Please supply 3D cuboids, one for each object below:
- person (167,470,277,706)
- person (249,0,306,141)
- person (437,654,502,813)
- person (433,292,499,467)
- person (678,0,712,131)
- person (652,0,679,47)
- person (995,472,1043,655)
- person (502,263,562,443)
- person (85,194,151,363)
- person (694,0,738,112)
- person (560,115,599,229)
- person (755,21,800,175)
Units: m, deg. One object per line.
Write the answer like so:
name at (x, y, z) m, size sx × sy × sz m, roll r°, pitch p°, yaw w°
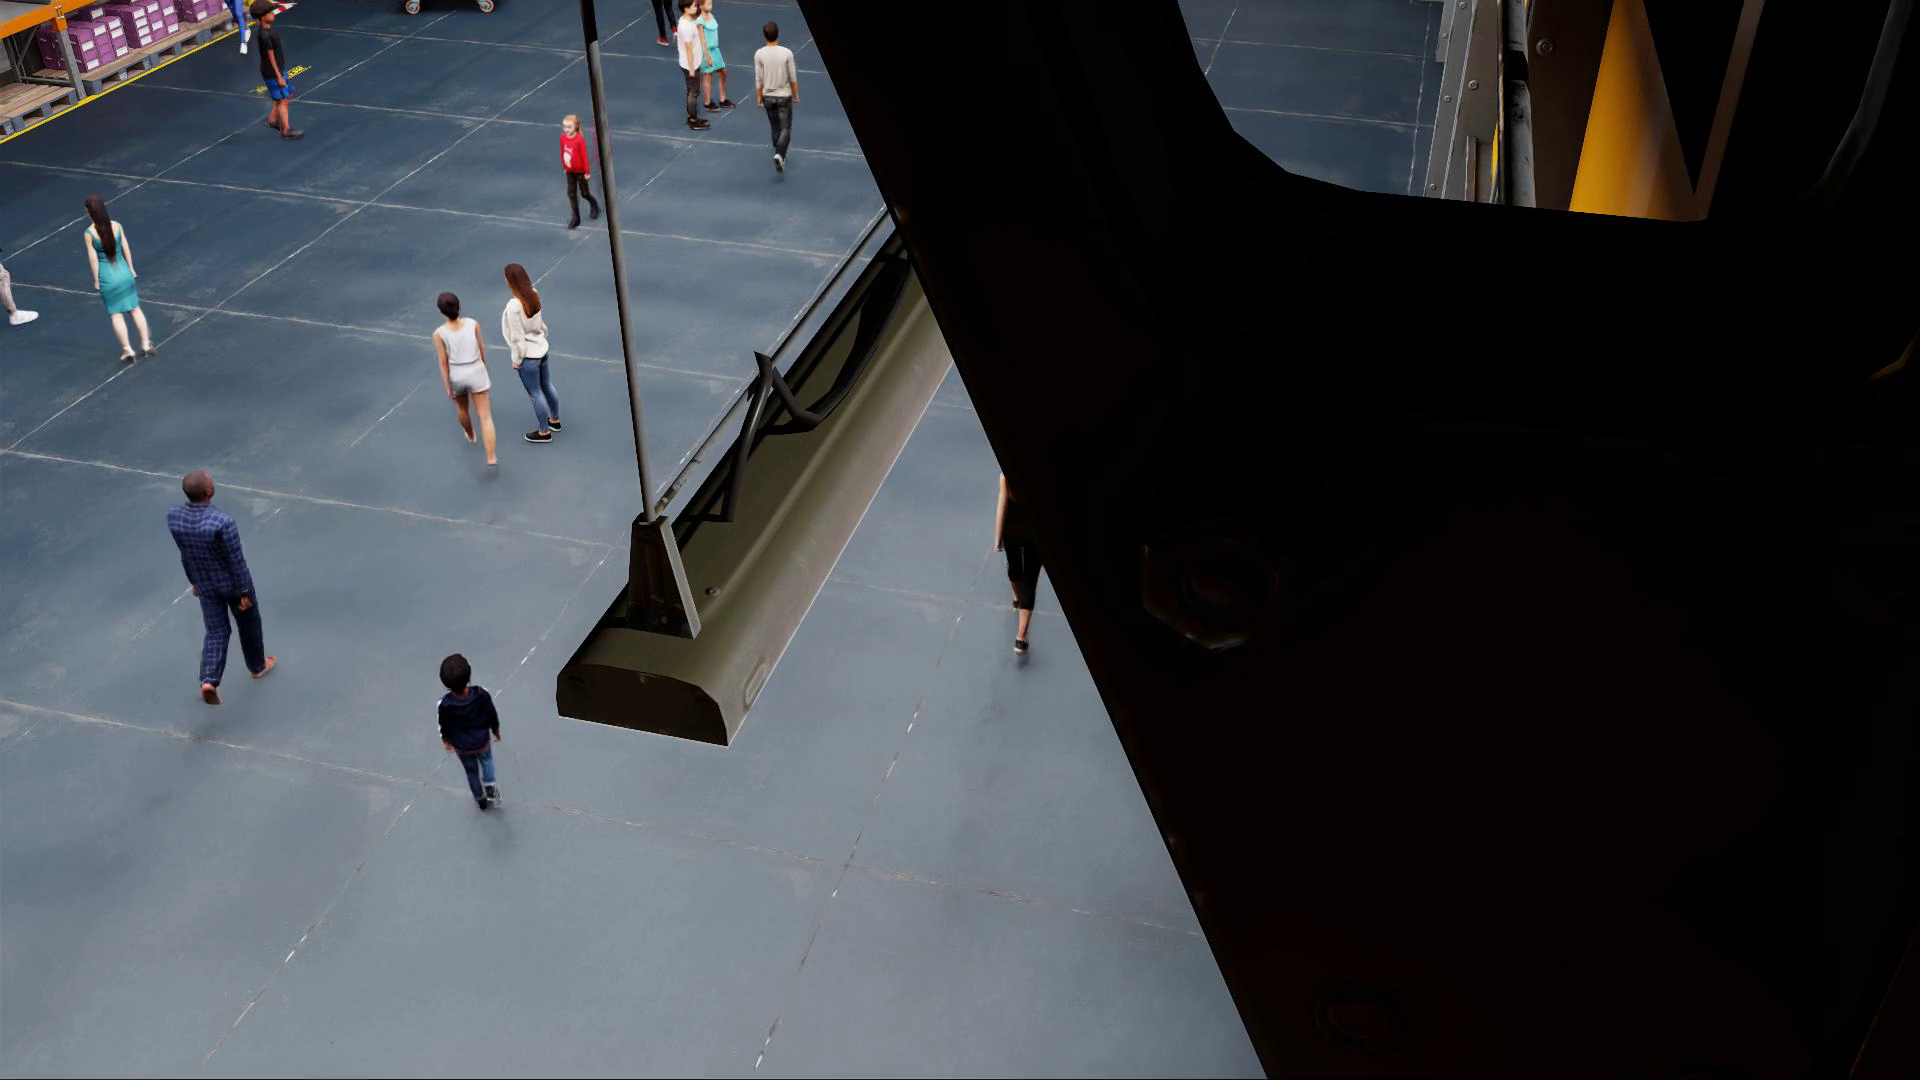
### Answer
person at (-5.202, 0.354, 11.597) m, size 0.766 × 1.795 × 1.043 m, roll 4°, pitch 34°, yaw 5°
person at (-8.781, -5.937, 21.071) m, size 0.862 × 1.784 × 0.804 m, roll -10°, pitch 35°, yaw -15°
person at (-3.150, 1.279, 10.725) m, size 0.605 × 1.218 × 0.651 m, roll -14°, pitch 36°, yaw -20°
person at (-4.238, -1.358, 14.371) m, size 0.989 × 1.575 × 1.134 m, roll -12°, pitch 35°, yaw -17°
person at (-3.501, -6.201, 21.527) m, size 0.782 × 1.718 × 0.647 m, roll -8°, pitch 34°, yaw -12°
person at (-4.345, -8.054, 24.365) m, size 0.874 × 1.662 × 0.923 m, roll -20°, pitch 38°, yaw -27°
person at (0.459, 0.040, 12.166) m, size 0.631 × 1.686 × 1.153 m, roll 7°, pitch 34°, yaw 10°
person at (-3.798, -1.662, 14.722) m, size 0.687 × 1.692 × 0.491 m, roll 10°, pitch 35°, yaw 15°
person at (-8.126, -2.517, 16.011) m, size 0.666 × 1.688 × 0.522 m, roll 21°, pitch 39°, yaw 29°
person at (-3.400, -6.476, 22.093) m, size 0.694 × 1.550 × 0.673 m, roll 16°, pitch 37°, yaw 22°
person at (-4.341, -4.230, 18.963) m, size 0.540 × 1.273 × 0.772 m, roll 11°, pitch 35°, yaw 17°
person at (-2.218, -5.342, 20.166) m, size 0.765 × 1.794 × 1.065 m, roll 2°, pitch 34°, yaw 3°
